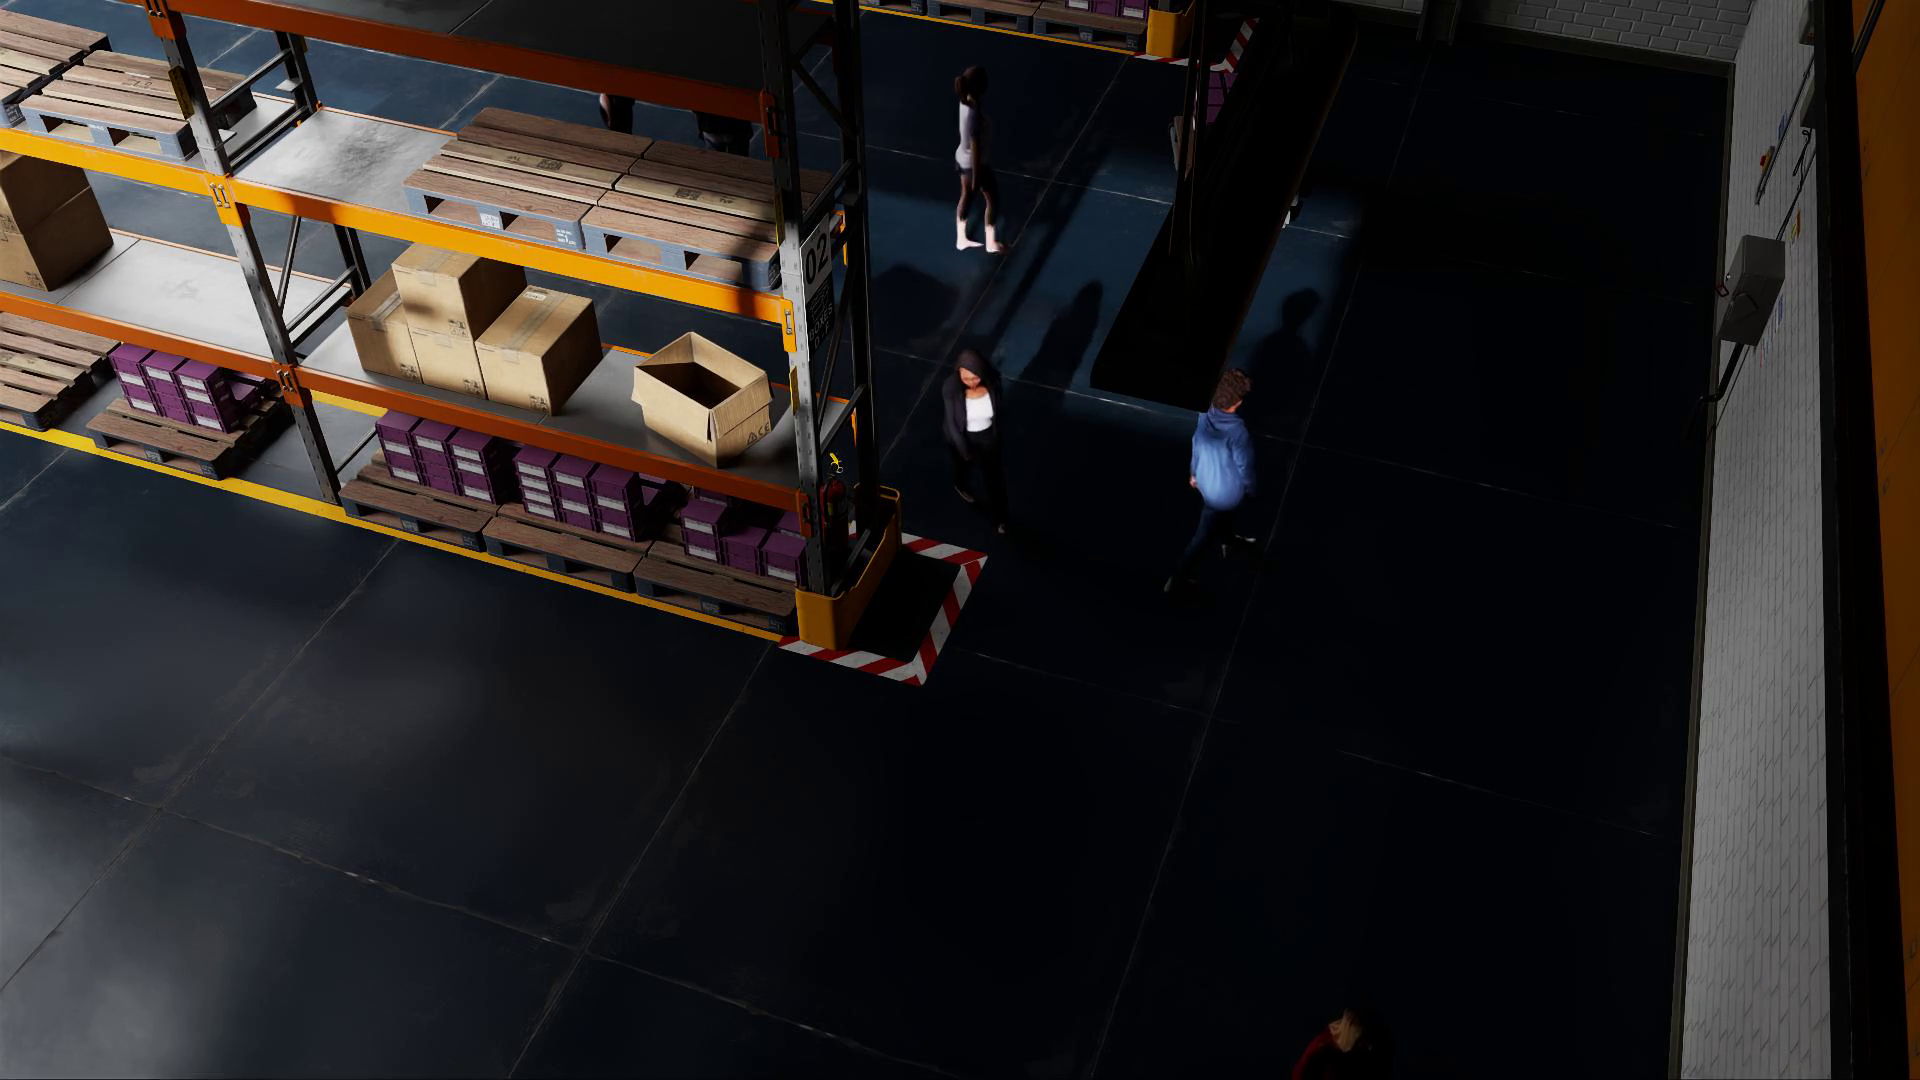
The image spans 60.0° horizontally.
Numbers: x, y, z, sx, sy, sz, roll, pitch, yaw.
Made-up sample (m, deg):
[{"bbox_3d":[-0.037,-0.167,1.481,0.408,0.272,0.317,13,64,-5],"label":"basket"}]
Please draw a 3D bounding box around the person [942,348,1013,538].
[{"bbox_3d":[0.051,-0.791,11.884,1.049,1.559,1.084,-19,47,-19],"label":"person"}]

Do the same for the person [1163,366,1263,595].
[{"bbox_3d":[1.714,-0.351,11.267,1.195,1.776,1.127,-18,46,-18],"label":"person"}]

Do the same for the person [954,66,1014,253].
[{"bbox_3d":[0.046,-3.234,14.306,0.873,1.758,0.804,-12,45,-12],"label":"person"}]

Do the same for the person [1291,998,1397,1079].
[{"bbox_3d":[1.831,2.675,8.221,1.063,1.594,1.061,-12,45,-12],"label":"person"}]
